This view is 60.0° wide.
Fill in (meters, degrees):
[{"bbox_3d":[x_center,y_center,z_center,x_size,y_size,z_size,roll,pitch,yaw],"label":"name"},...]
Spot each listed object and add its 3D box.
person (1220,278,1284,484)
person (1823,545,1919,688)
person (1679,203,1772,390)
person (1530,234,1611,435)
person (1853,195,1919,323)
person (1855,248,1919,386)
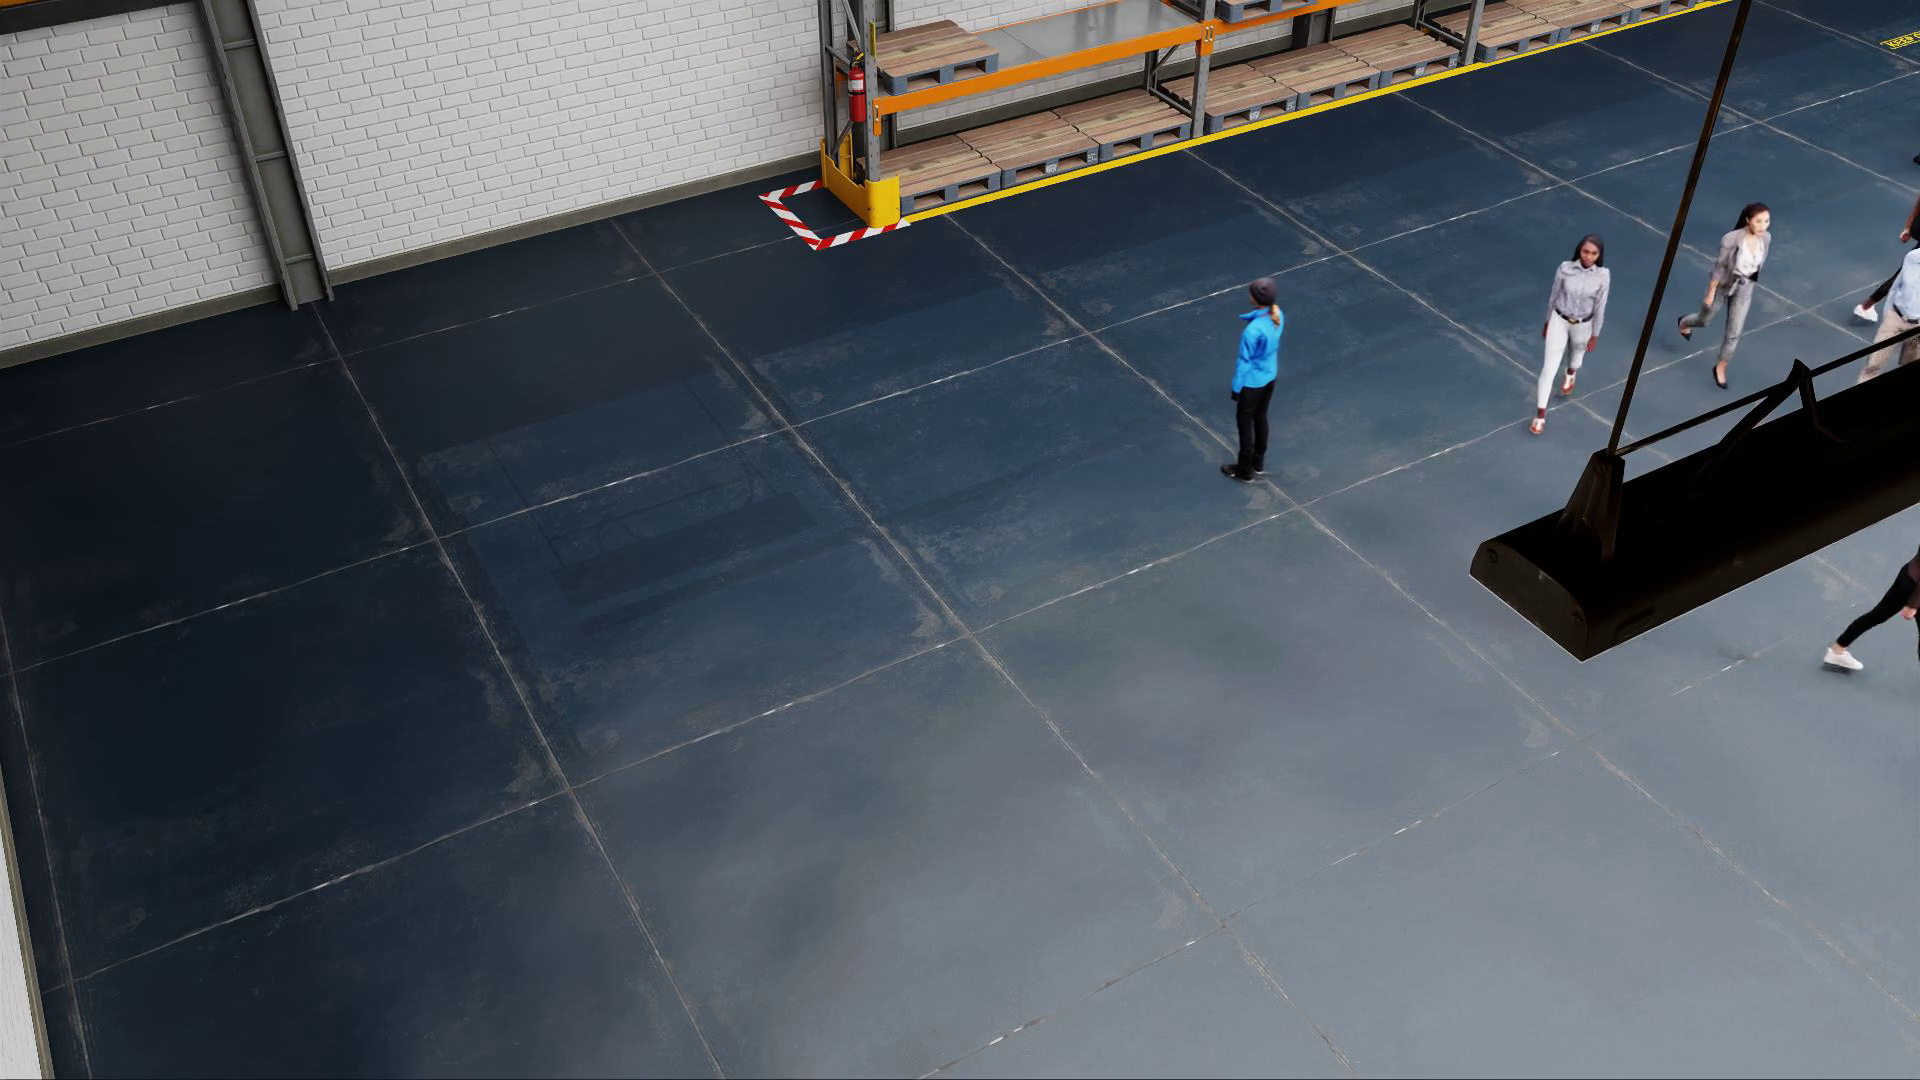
[{"bbox_3d":[2.304,-1.230,12.863,0.558,1.803,0.717,-30,48,-32],"label":"person"},{"bbox_3d":[6.284,0.299,11.066,1.110,1.655,1.104,13,40,16],"label":"person"},{"bbox_3d":[6.486,-2.139,14.130,1.073,1.641,0.940,-5,39,-6],"label":"person"},{"bbox_3d":[5.013,-1.756,13.607,1.016,1.696,1.203,16,41,19],"label":"person"},{"bbox_3d":[8.521,-2.671,14.759,1.258,1.689,0.940,-4,39,-5],"label":"person"},{"bbox_3d":[7.768,-1.781,13.550,1.251,1.805,0.826,-28,46,-31],"label":"person"}]
